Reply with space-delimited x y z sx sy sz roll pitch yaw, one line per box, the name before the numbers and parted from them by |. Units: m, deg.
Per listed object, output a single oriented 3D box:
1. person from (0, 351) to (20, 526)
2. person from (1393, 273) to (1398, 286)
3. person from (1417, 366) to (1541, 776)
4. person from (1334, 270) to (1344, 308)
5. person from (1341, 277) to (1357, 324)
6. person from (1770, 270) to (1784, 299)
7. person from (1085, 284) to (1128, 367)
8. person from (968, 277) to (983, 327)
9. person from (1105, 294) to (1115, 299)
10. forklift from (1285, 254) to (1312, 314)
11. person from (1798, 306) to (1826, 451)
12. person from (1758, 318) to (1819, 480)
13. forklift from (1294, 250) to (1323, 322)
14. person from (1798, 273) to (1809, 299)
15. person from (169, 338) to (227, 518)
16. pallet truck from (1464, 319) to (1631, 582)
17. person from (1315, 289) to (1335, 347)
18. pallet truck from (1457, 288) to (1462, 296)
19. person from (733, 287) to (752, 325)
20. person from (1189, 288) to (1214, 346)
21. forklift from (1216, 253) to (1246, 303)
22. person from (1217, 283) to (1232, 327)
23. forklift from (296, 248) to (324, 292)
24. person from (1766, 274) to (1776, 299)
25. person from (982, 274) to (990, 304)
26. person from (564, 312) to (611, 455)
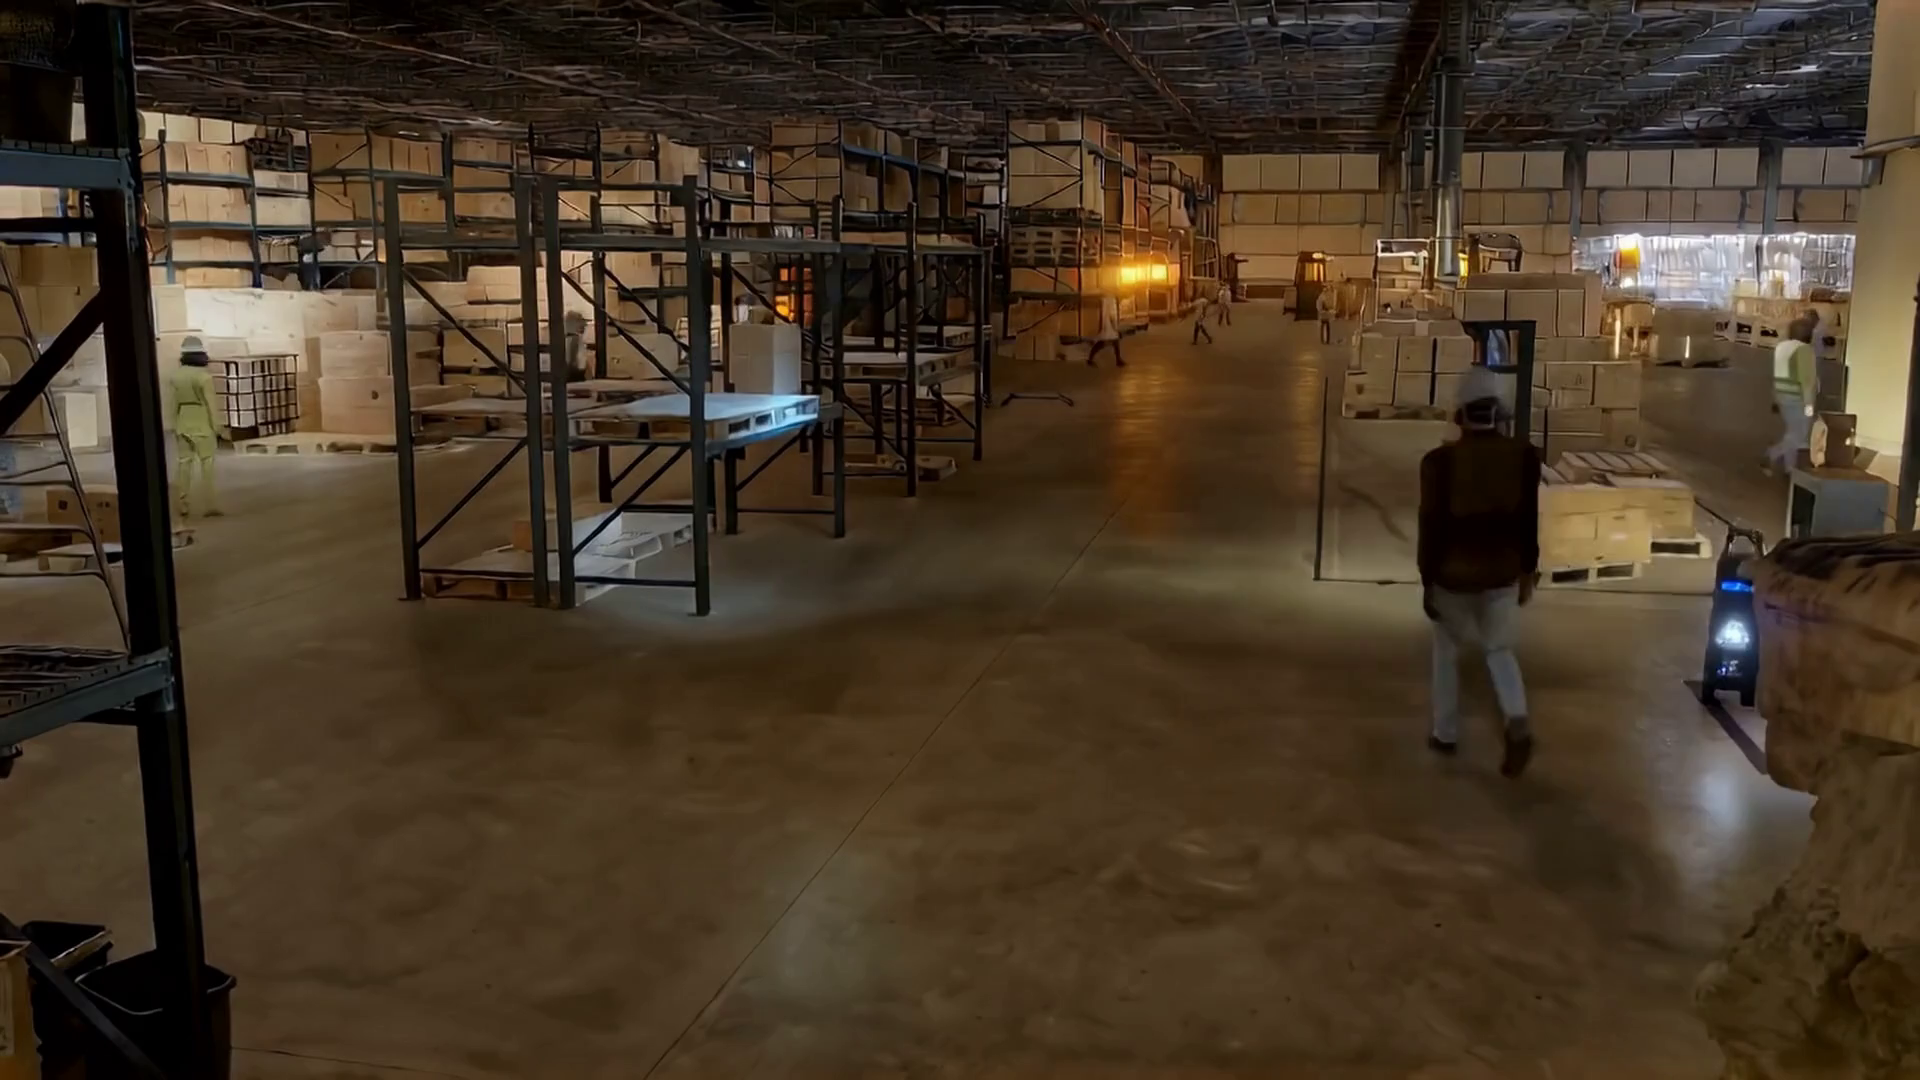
person | -8.931 -1.075 15.363 0.356 1.936 0.634 -5 11 -25
person | 23.075 -13.282 88.278 0.495 1.730 0.387 -5 11 -27
person | 2.494 0.155 7.965 0.617 1.970 0.760 0 10 -3
person | 18.250 -12.000 80.074 0.610 1.936 0.414 -6 11 -30
person | 14.956 -9.204 63.927 0.604 1.804 0.854 2 10 9
person | 36.159 -10.947 73.647 0.612 1.995 0.379 -3 10 -15
person | 3.364 -4.921 38.174 0.960 1.936 0.601 6 11 30
person | 0.418 -8.596 60.178 0.974 1.851 0.656 6 11 32
person | 5.451 -8.610 60.104 0.521 1.898 0.656 3 10 18
forklift | 15.428 -11.422 73.842 1.873 2.768 1.129 2 10 12
person | 10.965 -2.085 21.555 0.532 1.865 0.306 -6 11 -30
person | 9.232 -1.548 18.479 0.608 1.830 0.640 -1 10 -4
forklift | 13.778 -10.002 65.433 1.129 2.768 1.873 2 10 12
person | 35.374 -10.249 69.766 0.407 1.913 0.641 6 11 31
person | -7.348 -1.064 15.971 0.575 1.727 0.376 1 10 9
pallet truck | 4.543 -0.757 13.299 0.823 1.965 1.885 -4 10 -22
person | 10.333 -6.286 47.052 0.548 1.646 0.887 2 10 13
pallet truck | 20.506 -9.785 68.819 0.653 1.274 1.630 2 10 12
person | -4.256 -4.080 33.223 0.717 1.919 0.549 1 10 8
person | 6.955 -6.412 47.749 0.751 1.667 0.541 -3 10 -15
forklift | 15.078 -14.655 92.989 1.873 2.768 1.129 2 10 12
person | 9.722 -8.628 61.152 0.726 1.617 0.515 -7 12 -35
forklift | -20.325 -7.805 52.425 1.873 2.768 1.129 9 13 42
person | 37.032 -11.232 75.849 0.600 1.812 0.866 1 10 8
person | 1.472 -13.386 88.627 0.599 1.813 0.532 1 10 8
person | -4.793 -1.986 21.155 0.939 1.798 0.516 -7 12 -34
